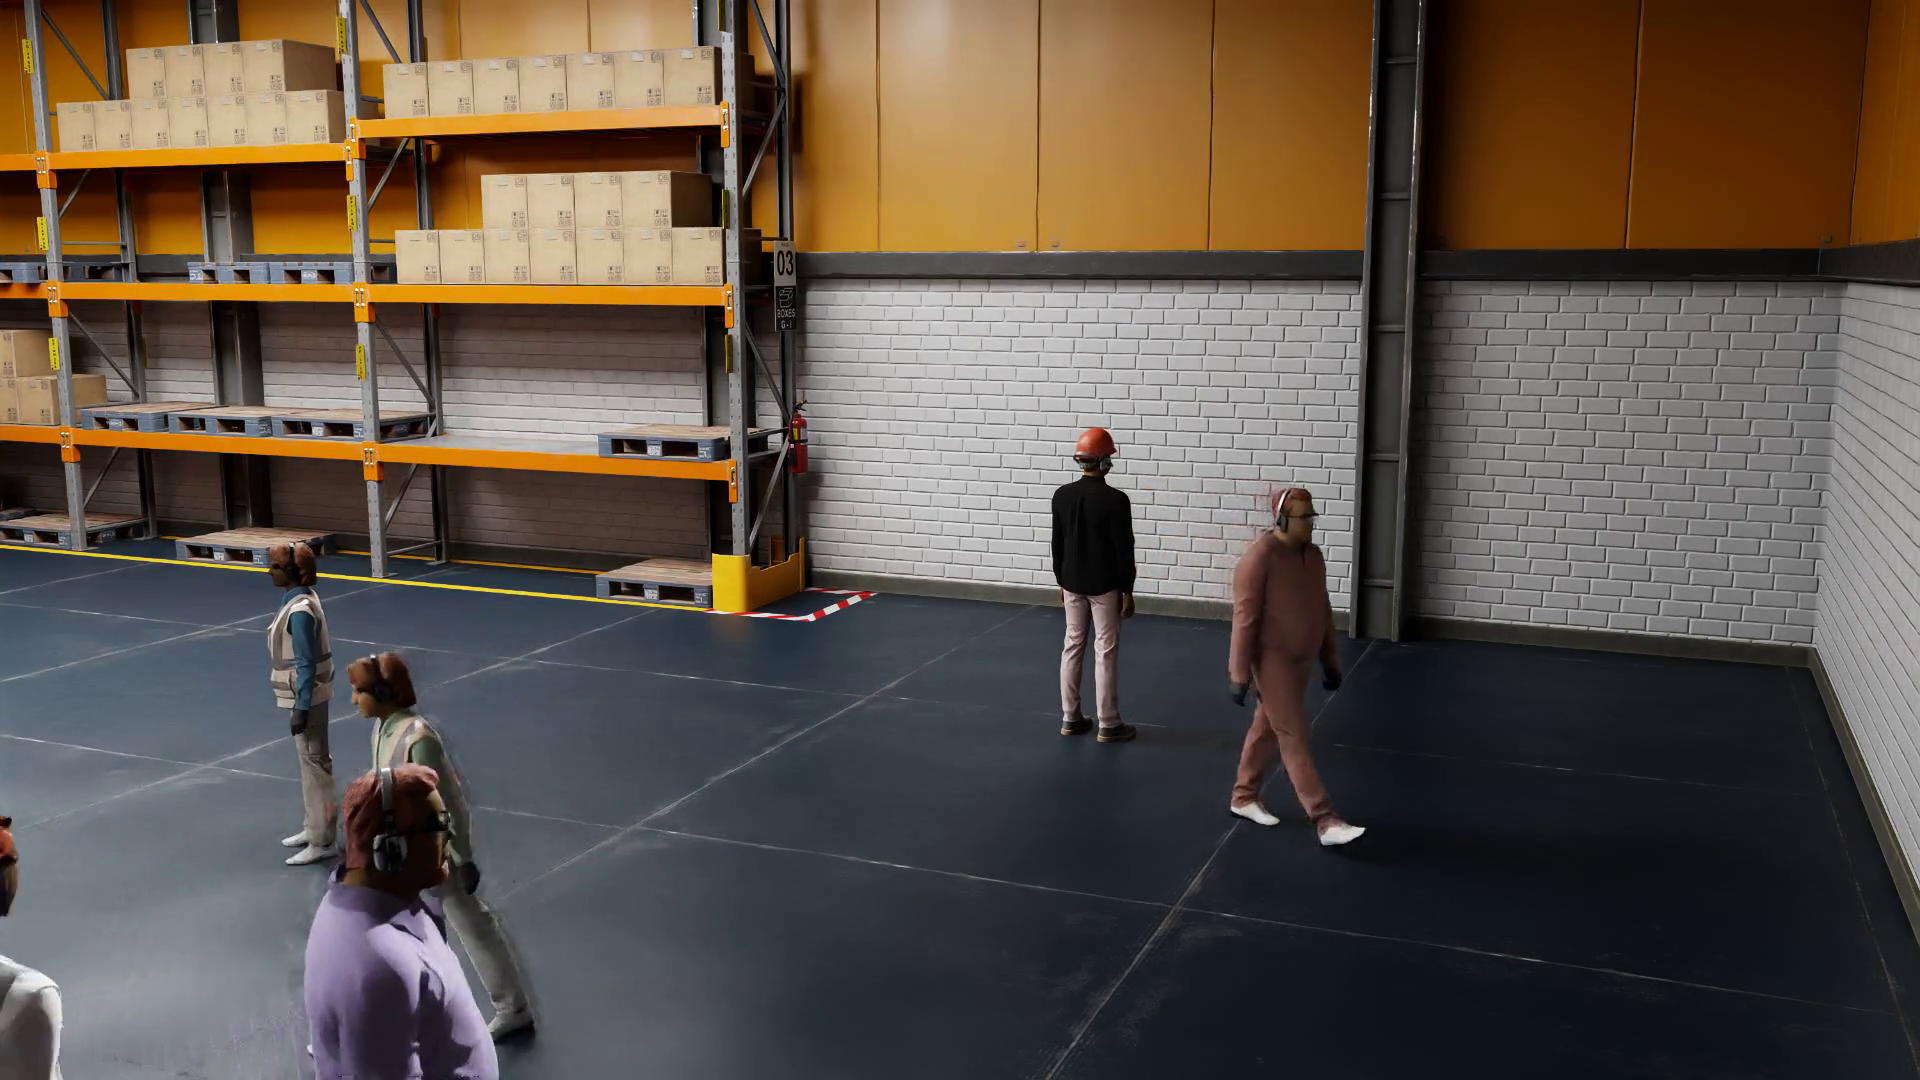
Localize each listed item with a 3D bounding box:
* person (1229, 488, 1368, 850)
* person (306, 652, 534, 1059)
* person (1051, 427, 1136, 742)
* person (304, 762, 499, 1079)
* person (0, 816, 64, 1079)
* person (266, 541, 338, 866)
[{"bbox_3d":[1.782,0.661,8.668,0.960,1.855,0.673,9,13,44],"label":"person"},{"bbox_3d":[-2.050,1.195,6.265,0.881,1.570,0.521,-5,11,-29],"label":"person"},{"bbox_3d":[0.856,0.283,10.560,0.611,1.997,0.375,8,12,39],"label":"person"},{"bbox_3d":[-1.319,1.442,3.836,0.619,1.892,0.659,-3,10,-19],"label":"person"},{"bbox_3d":[-2.218,1.503,3.645,0.585,1.850,0.939,3,10,18],"label":"person"},{"bbox_3d":[-3.323,0.814,8.422,0.309,1.641,0.513,-4,10,-22],"label":"person"}]
